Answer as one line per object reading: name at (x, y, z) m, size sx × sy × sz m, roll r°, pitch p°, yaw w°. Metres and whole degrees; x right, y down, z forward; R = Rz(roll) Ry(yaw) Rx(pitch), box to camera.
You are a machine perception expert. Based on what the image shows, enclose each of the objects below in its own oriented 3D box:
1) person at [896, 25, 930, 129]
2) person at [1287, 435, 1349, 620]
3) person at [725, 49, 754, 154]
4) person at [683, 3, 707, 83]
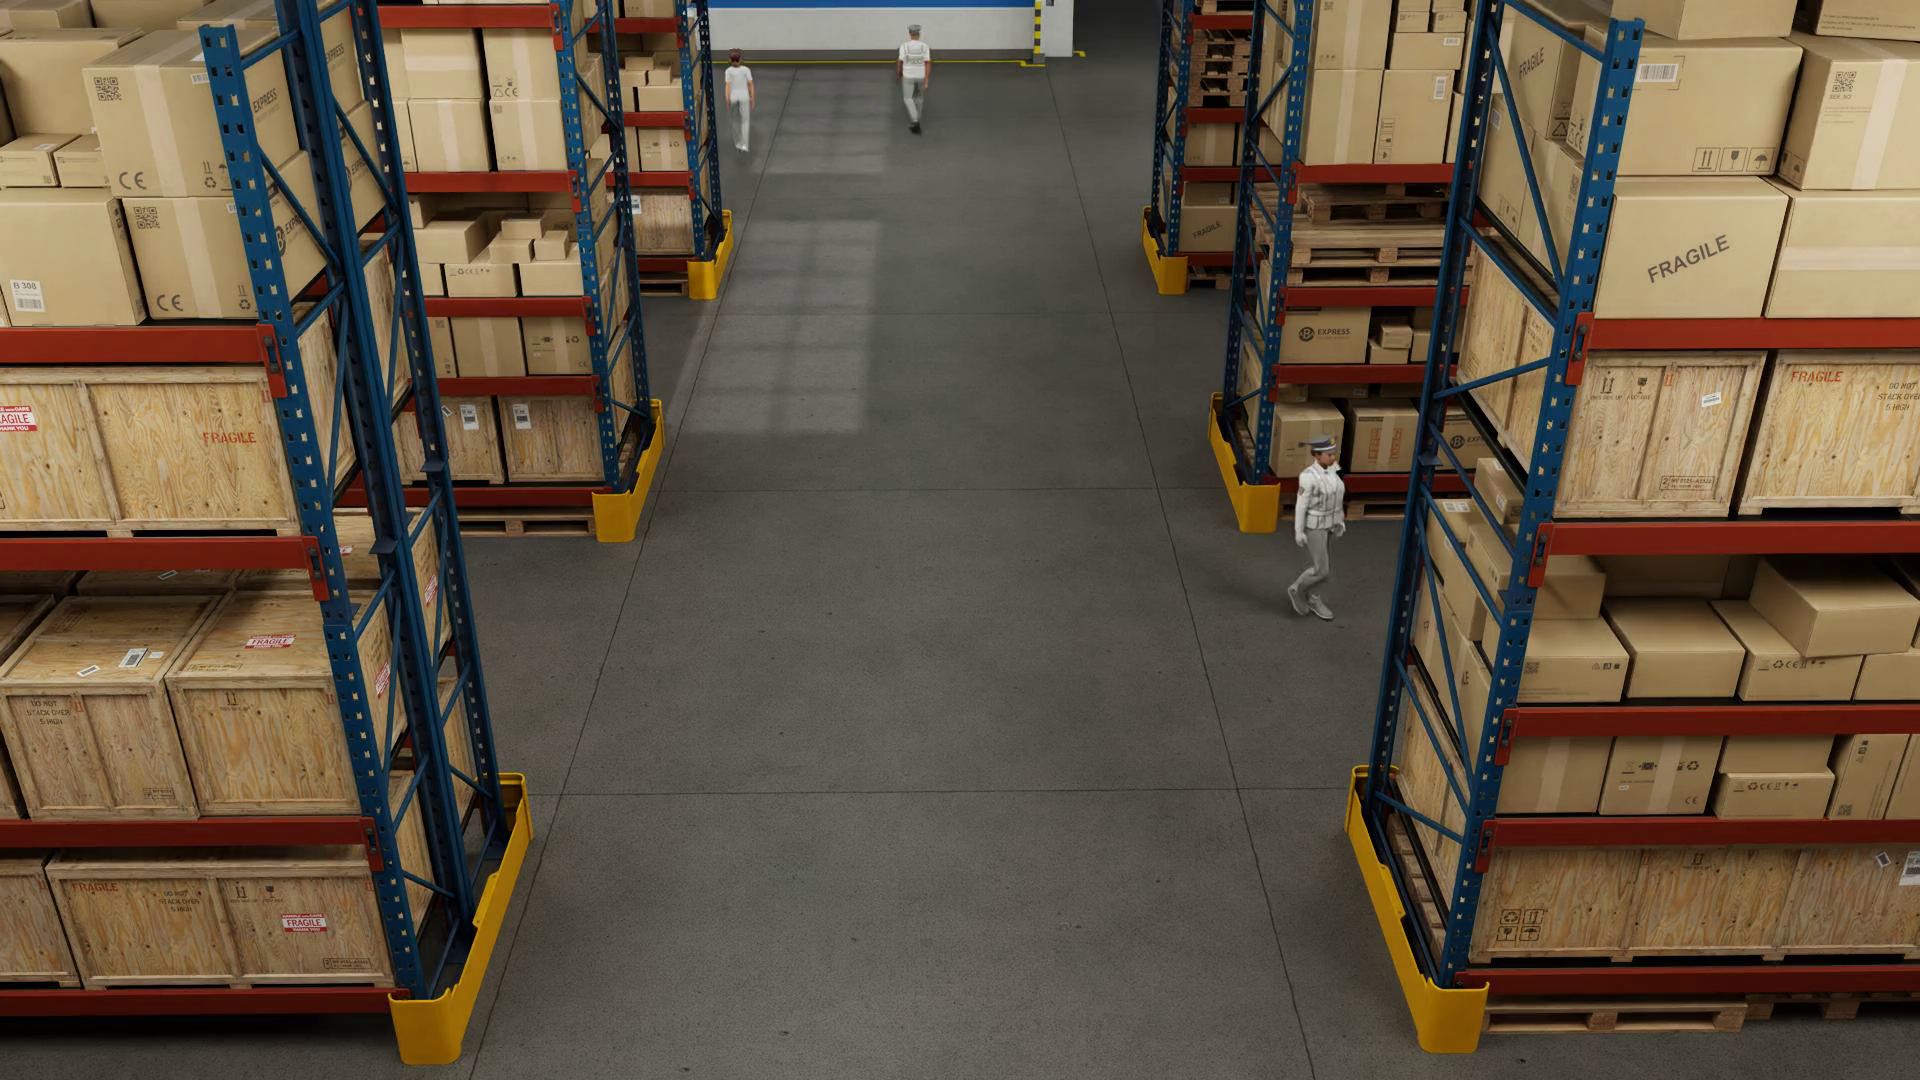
person at (-0.818, -8.068, 28.939) m, size 0.548 × 1.726 × 0.907 m, roll -9°, pitch 29°, yaw -16°
person at (3.104, -0.121, 14.191) m, size 0.501 × 1.693 × 0.432 m, roll -21°, pitch 35°, yaw -34°
person at (-3.638, -7.254, 27.517) m, size 0.458 × 1.652 × 0.833 m, roll -1°, pitch 28°, yaw -2°
person at (-5.140, -9.520, 31.584) m, size 0.554 × 1.765 × 0.601 m, roll -21°, pitch 35°, yaw -33°
